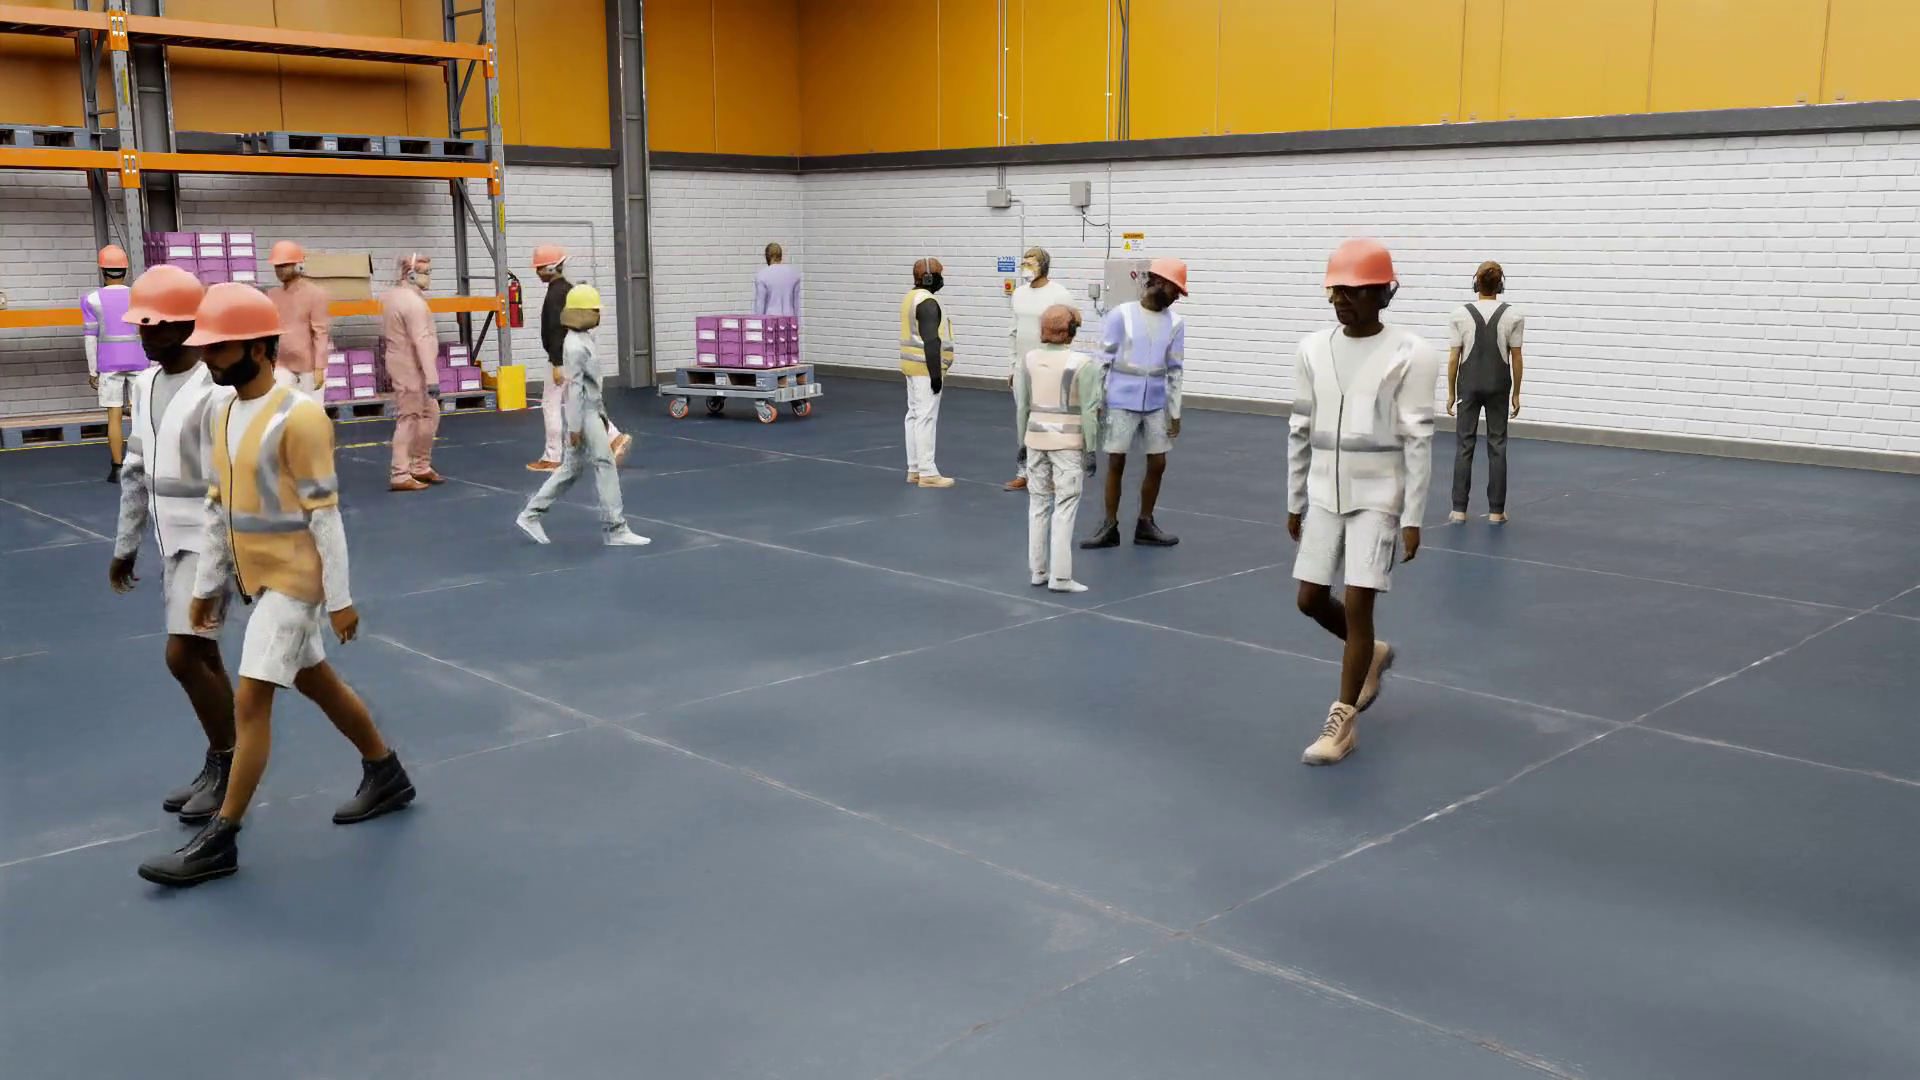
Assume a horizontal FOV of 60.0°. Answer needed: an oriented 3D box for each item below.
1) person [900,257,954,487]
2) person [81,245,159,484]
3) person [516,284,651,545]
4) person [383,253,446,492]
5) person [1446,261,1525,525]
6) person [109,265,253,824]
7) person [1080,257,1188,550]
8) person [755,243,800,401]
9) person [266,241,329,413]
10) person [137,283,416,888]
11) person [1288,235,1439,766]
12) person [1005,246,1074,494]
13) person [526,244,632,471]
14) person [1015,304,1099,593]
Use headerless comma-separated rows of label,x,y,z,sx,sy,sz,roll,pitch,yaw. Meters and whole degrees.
person,-0.265,-1.355,13.475,0.430,1.845,0.619,-3,11,-16
person,-6.854,-1.432,13.622,0.546,1.942,0.352,-6,12,-31
person,-2.490,-0.803,10.800,0.831,1.713,0.485,-2,11,-11
person,-4.267,-1.320,13.162,0.636,1.881,0.680,-7,12,-32
person,3.670,-1.024,11.663,0.506,1.846,0.345,3,11,16
person,-2.709,0.024,5.739,0.584,1.923,0.494,8,13,36
person,1.100,-0.857,10.669,0.705,1.891,0.361,-3,11,-15
person,-2.250,-2.666,20.391,0.625,1.933,0.389,-8,13,-37
person,-5.314,-1.383,13.265,0.625,1.974,0.651,3,11,17
person,-2.219,0.111,5.416,0.549,1.883,1.017,9,13,39
person,1.568,-0.169,6.514,0.630,2.025,0.757,9,14,42
person,0.606,-1.318,13.036,0.376,1.934,0.638,-10,14,-43
person,-3.301,-1.554,14.280,0.825,1.958,0.669,0,10,3
person,0.560,-0.517,9.499,0.558,1.635,0.396,8,13,37
